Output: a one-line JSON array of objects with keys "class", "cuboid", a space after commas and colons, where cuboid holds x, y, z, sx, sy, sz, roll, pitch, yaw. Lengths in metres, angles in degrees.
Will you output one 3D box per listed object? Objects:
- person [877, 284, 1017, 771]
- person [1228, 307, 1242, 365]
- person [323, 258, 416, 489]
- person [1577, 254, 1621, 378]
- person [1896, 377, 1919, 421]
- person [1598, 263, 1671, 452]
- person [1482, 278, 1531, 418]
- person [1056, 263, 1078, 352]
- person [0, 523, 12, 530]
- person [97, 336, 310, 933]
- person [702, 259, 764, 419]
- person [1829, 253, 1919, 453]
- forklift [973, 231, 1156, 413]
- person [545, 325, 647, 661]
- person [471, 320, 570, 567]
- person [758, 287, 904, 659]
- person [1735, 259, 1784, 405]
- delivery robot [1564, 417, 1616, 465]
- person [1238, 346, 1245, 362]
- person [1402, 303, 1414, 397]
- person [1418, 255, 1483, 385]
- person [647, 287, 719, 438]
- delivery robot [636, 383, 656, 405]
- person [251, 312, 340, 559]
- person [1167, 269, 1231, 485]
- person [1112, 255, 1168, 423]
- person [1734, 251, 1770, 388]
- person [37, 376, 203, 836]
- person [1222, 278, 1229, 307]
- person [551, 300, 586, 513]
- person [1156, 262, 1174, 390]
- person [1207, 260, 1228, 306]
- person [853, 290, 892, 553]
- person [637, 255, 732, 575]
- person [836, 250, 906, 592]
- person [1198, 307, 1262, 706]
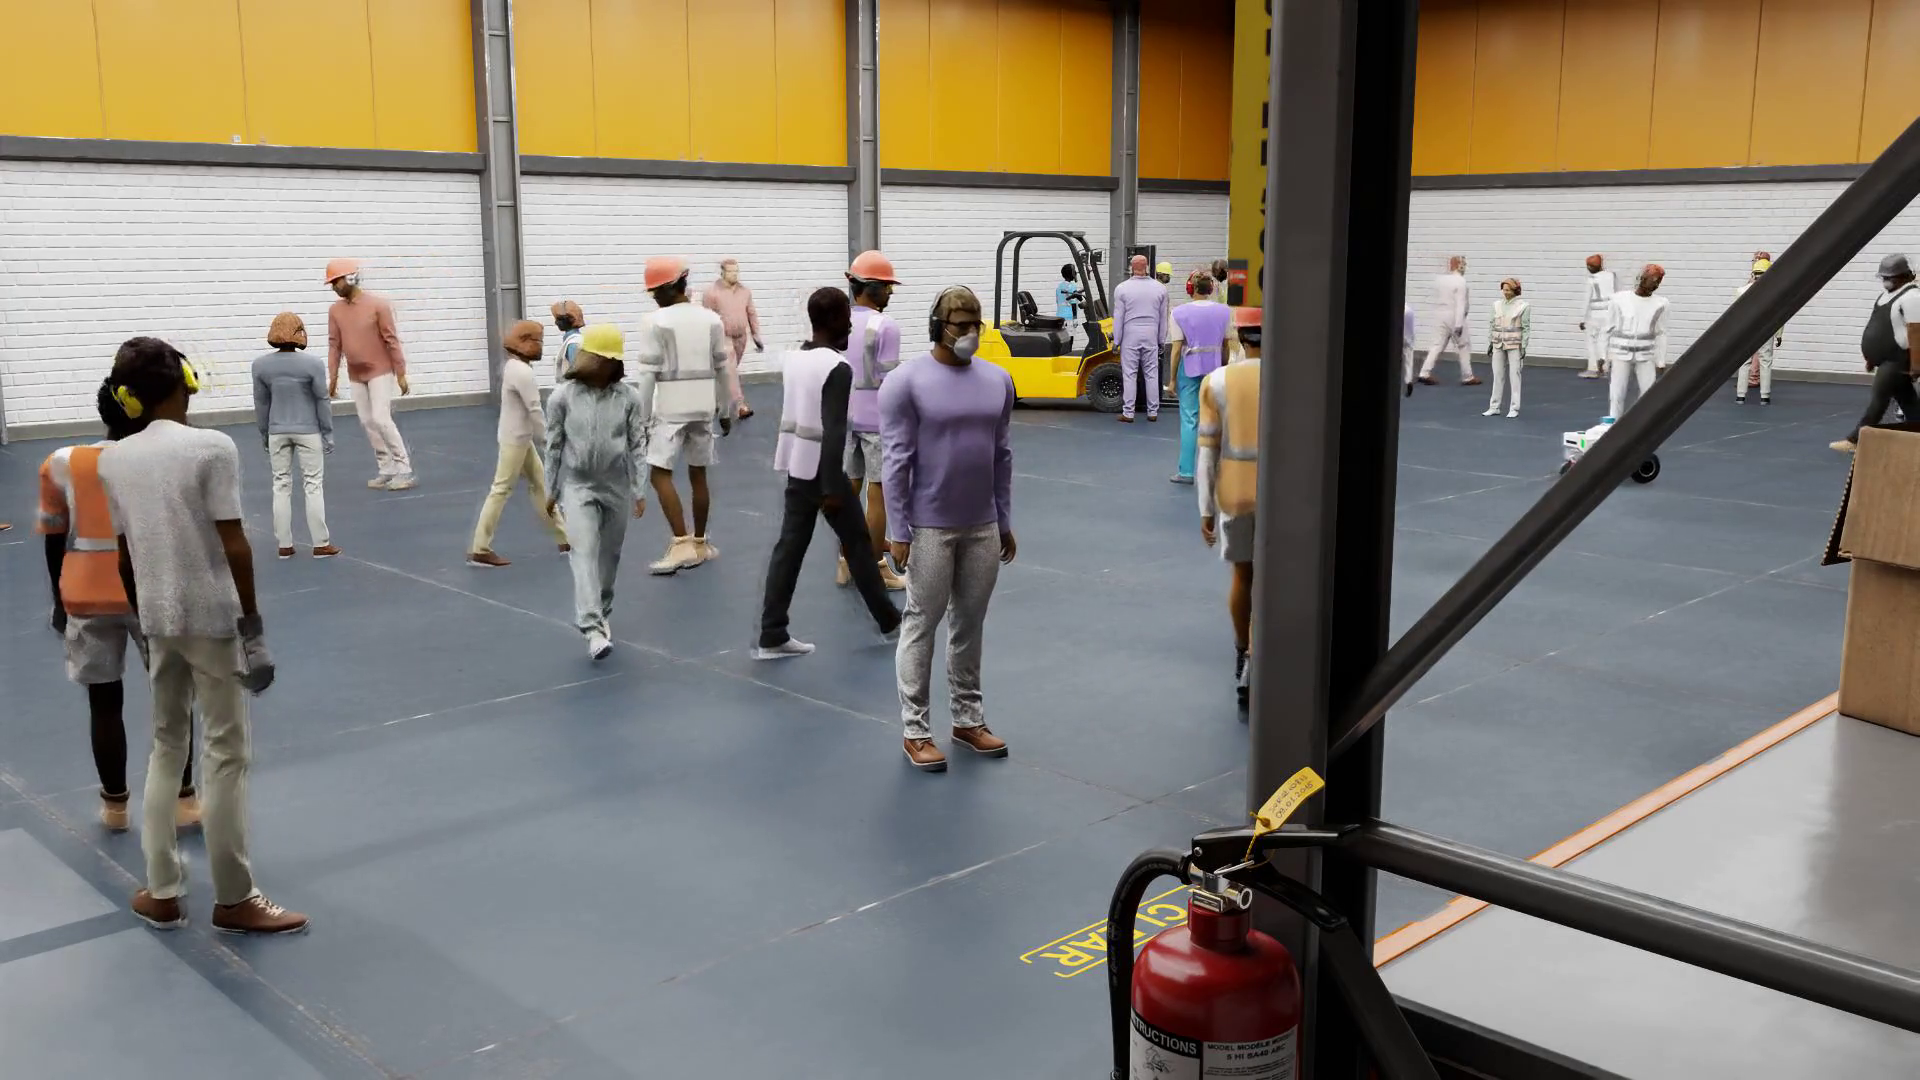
[{"class": "person", "cuboid": [-0.031, -0.053, 6.715, 0.631, 1.939, 0.372, -8, 13, -35]}, {"class": "person", "cuboid": [3.203, -2.143, 18.518, 0.953, 1.800, 0.634, -3, 11, -18]}, {"class": "person", "cuboid": [-4.986, -1.385, 13.959, 0.657, 1.944, 0.542, 4, 11, 21]}, {"class": "person", "cuboid": [9.585, -3.322, 24.854, 0.663, 1.835, 0.345, -2, 11, -11]}, {"class": "person", "cuboid": [10.925, -2.206, 18.892, 0.643, 1.781, 0.658, 2, 11, 11]}, {"class": "person", "cuboid": [6.593, -1.762, 16.274, 0.657, 1.860, 0.384, 4, 11, 19]}, {"class": "person", "cuboid": [6.437, -2.255, 19.537, 0.310, 1.640, 0.514, -9, 14, -41]}, {"class": "person", "cuboid": [1.665, -3.417, 25.715, 0.318, 1.697, 0.535, -5, 12, -26]}, {"class": "person", "cuboid": [-7.174, -0.981, 11.961, 0.521, 1.871, 0.325, 6, 12, 30]}, {"class": "person", "cuboid": [-2.302, 0.304, 5.085, 0.657, 1.833, 0.335, 4, 11, 20]}, {"class": "person", "cuboid": [-2.663, -2.349, 19.493, 0.662, 1.848, 1.005, -9, 14, -41]}, {"class": "person", "cuboid": [9.126, -1.845, 16.205, 1.016, 2.000, 0.699, 2, 11, 10]}, {"class": "forklift", "cuboid": [1.222, -2.721, 20.561, 2.313, 2.155, 1.214, 2, 11, 13]}, {"class": "person", "cuboid": [-1.837, -0.247, 8.461, 0.499, 1.684, 0.918, -4, 11, -22]}, {"class": "person", "cuboid": [-2.788, -0.617, 10.753, 0.887, 1.585, 0.513, -4, 11, -19]}, {"class": "person", "cuboid": [-0.628, -0.344, 8.476, 0.985, 1.866, 0.621, -6, 12, -32]}, {"class": "person", "cuboid": [10.084, -2.625, 21.033, 0.600, 1.827, 0.403, 5, 11, 23]}, {"class": "delivery robot", "cuboid": [5.633, -0.829, 14.463, 0.707, 0.478, 0.477, -2, 11, -10]}, {"class": "person", "cuboid": [2.038, -0.685, 10.557, 0.517, 1.789, 0.989, 9, 13, 39]}, {"class": "person", "cuboid": [3.645, -1.472, 14.554, 0.596, 1.904, 0.810, 1, 10, 5]}, {"class": "person", "cuboid": [6.990, -3.119, 23.652, 0.968, 1.866, 0.654, -3, 11, -17]}, {"class": "person", "cuboid": [-2.971, -1.832, 17.338, 0.805, 1.609, 0.513, -6, 12, -31]}, {"class": "delivery robot", "cuboid": [-3.352, -1.568, 18.495, 0.707, 0.478, 0.477, -1, 10, -5]}, {"class": "person", "cuboid": [-4.387, -0.684, 10.987, 0.499, 1.633, 0.286, 0, 10, -1]}, {"class": "person", "cuboid": [2.047, -1.389, 14.250, 0.566, 1.846, 0.389, -4, 11, -20]}, {"class": "person", "cuboid": [2.040, -2.294, 19.028, 0.645, 1.905, 0.400, -2, 11, -12]}, {"class": "person", "cuboid": [11.173, -3.089, 23.352, 0.652, 1.906, 0.409, -10, 14, -43]}, {"class": "person", "cuboid": [-2.941, 0.238, 5.876, 0.562, 1.670, 0.369, -1, 10, -7]}, {"class": "person", "cuboid": [4.330, -3.658, 26.310, 0.600, 1.960, 0.375, 4, 11, 20]}, {"class": "person", "cuboid": [-2.974, -1.027, 12.844, 0.311, 1.639, 0.513, -2, 11, -13]}, {"class": "person", "cuboid": [2.769, -2.948, 22.999, 0.340, 1.757, 0.527, -2, 11, -11]}, {"class": "person", "cuboid": [3.559, -2.996, 23.177, 0.974, 1.783, 0.636, 4, 11, 19]}, {"class": "person", "cuboid": [-0.622, -0.841, 11.199, 0.534, 1.868, 0.309, 10, 14, 42]}, {"class": "person", "cuboid": [-1.761, -0.798, 10.598, 0.817, 2.011, 0.557, -10, 14, -42]}, {"class": "person", "cuboid": [-0.538, -0.705, 9.987, 0.614, 2.039, 0.385, 10, 14, 43]}, {"class": "person", "cuboid": [1.358, -0.204, 7.667, 0.545, 1.901, 0.958, 4, 11, 21]}]
